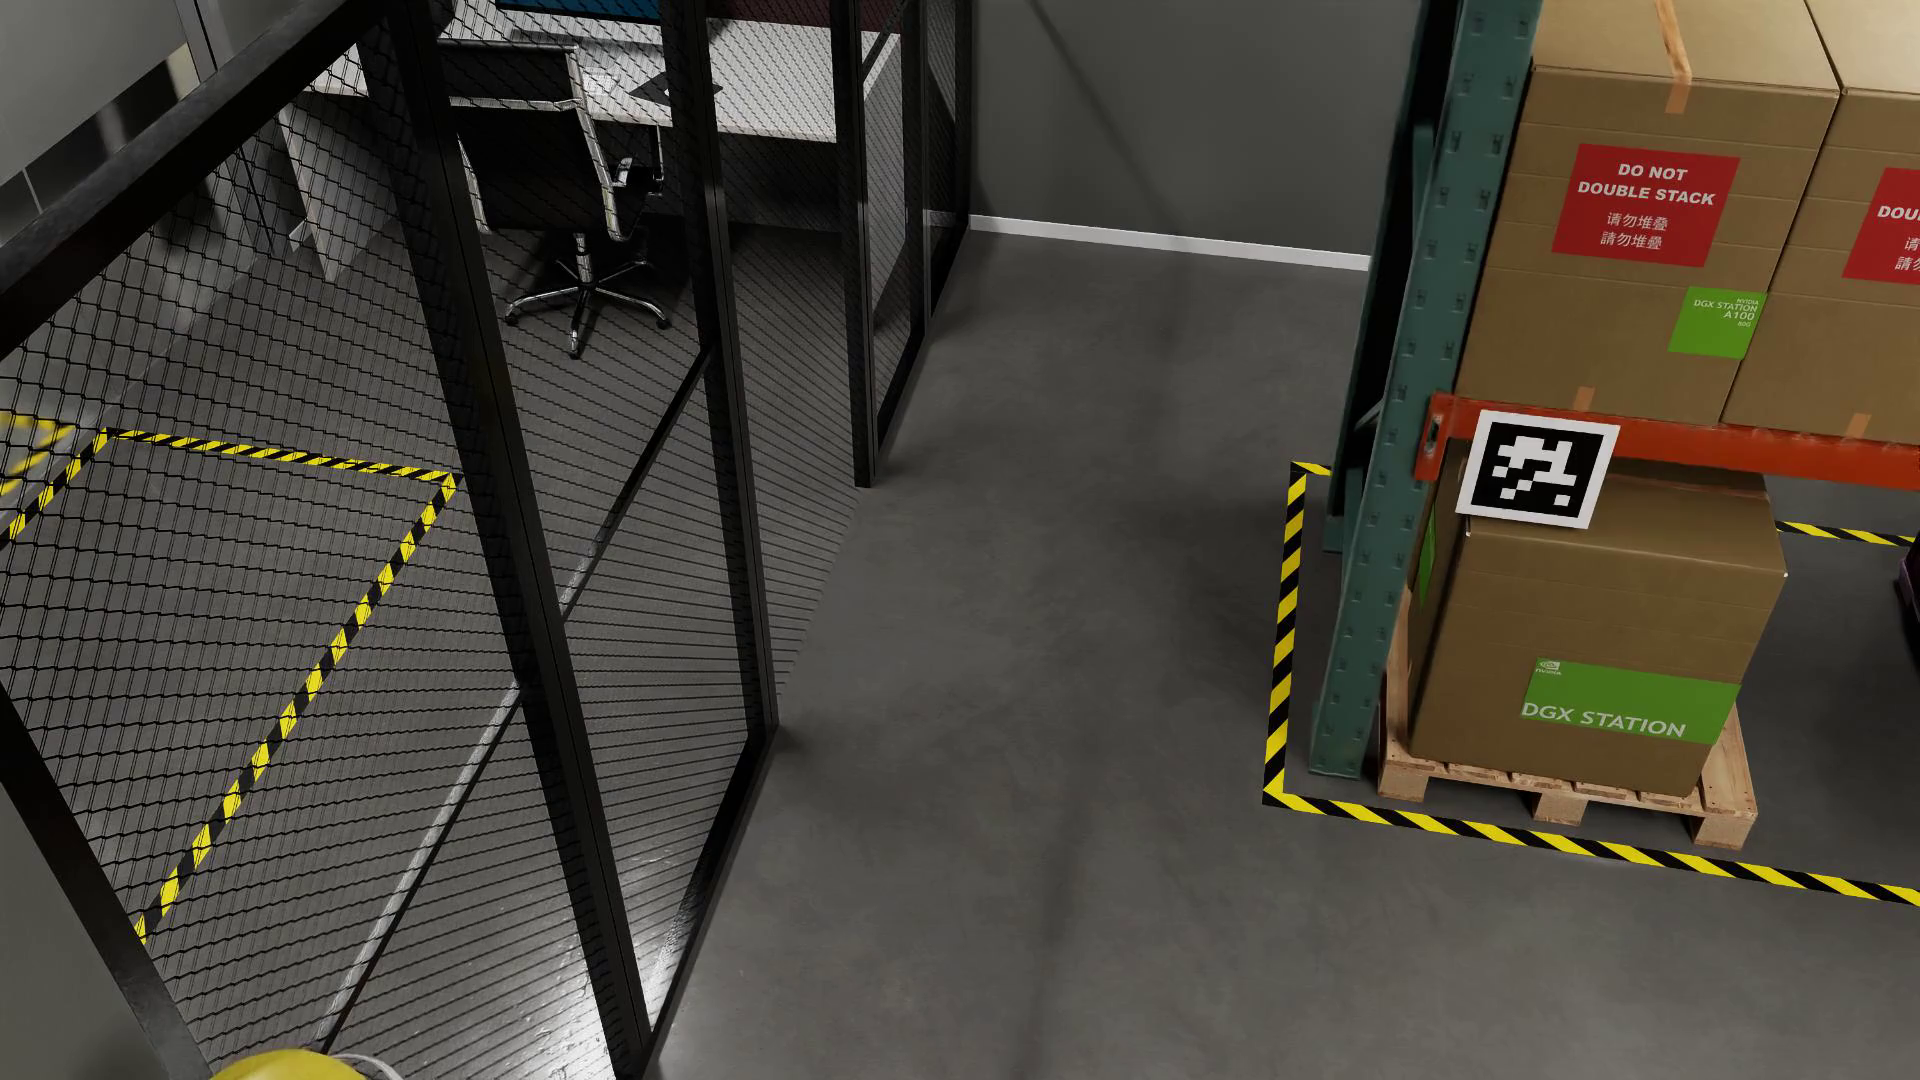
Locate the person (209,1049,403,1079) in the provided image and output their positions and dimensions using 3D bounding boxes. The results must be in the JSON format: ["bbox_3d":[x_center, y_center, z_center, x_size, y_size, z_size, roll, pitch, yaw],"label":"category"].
[{"bbox_3d":[-0.681,1.223,2.169,0.600,1.831,0.404,12,42,14],"label":"person"}]
